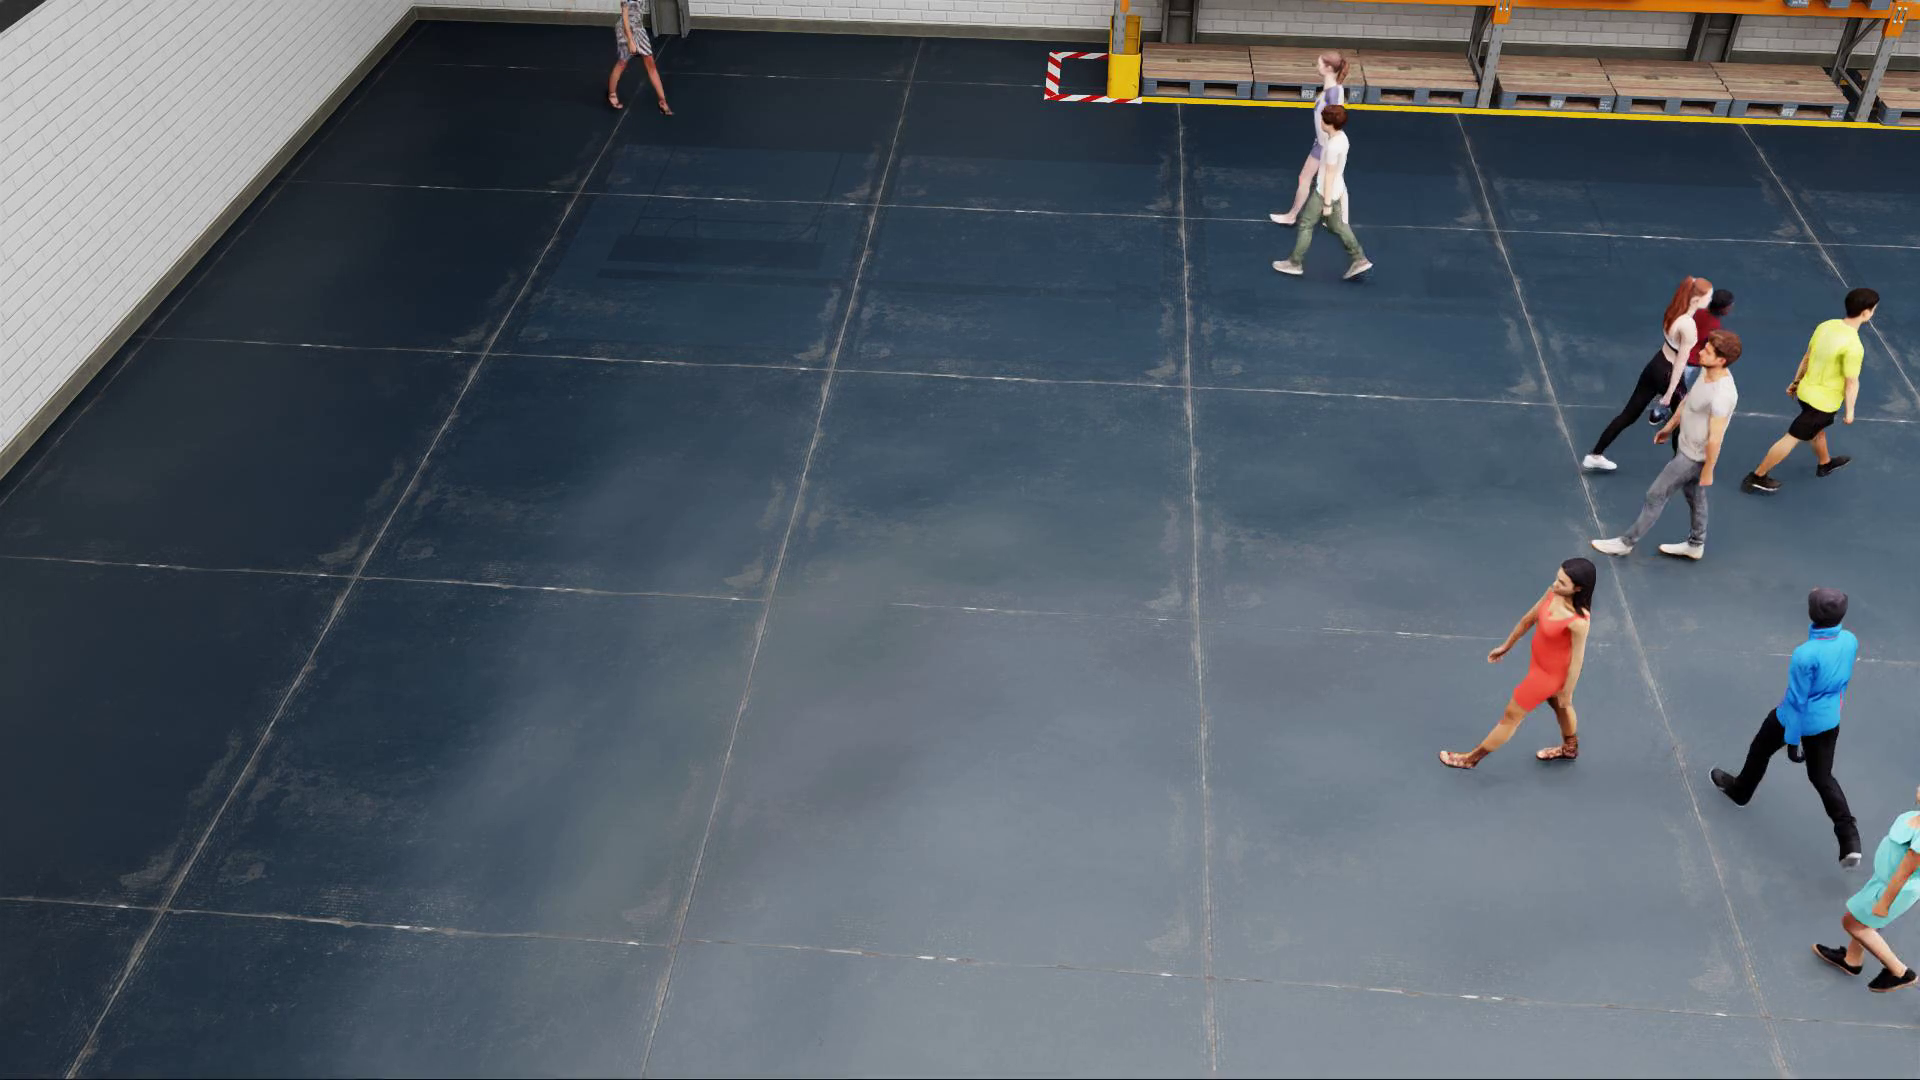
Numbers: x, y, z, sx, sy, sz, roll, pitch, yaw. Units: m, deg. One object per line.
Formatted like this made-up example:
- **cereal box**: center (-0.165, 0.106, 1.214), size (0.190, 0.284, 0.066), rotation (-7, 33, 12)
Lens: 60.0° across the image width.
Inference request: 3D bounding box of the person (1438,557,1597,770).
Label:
- **person**: center (3.600, 0.781, 9.944), size (1.178, 1.658, 0.716), rotation (-1, 39, -1)

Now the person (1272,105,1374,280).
- **person**: center (3.360, -3.043, 14.764), size (1.182, 1.618, 0.818), rotation (13, 41, 16)

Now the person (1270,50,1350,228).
- **person**: center (3.494, -3.648, 15.433), size (1.030, 1.728, 0.738), rotation (13, 40, 15)

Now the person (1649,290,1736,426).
- **person**: center (5.689, -1.444, 13.075), size (0.812, 1.227, 0.695), rotation (-18, 42, -21)

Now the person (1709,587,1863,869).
- **person**: center (4.888, 1.113, 9.457), size (1.263, 1.746, 1.097), rotation (-13, 41, -16)

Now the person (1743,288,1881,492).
- **person**: center (6.254, -1.051, 12.242), size (1.176, 1.653, 0.822), rotation (-3, 39, -4)

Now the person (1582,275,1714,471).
- **person**: center (5.139, -1.180, 12.372), size (1.192, 1.692, 0.667), rotation (0, 39, 1)

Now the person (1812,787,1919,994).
- **person**: center (4.966, 1.834, 8.713), size (0.849, 1.547, 0.762), rotation (29, 47, 31)

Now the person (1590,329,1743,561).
- **person**: center (5.178, -0.598, 11.507), size (1.072, 1.862, 0.781), rotation (11, 40, 14)

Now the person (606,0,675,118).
- **person**: center (-3.535, -5.307, 17.478), size (1.188, 1.769, 0.919), rotation (15, 41, 18)
